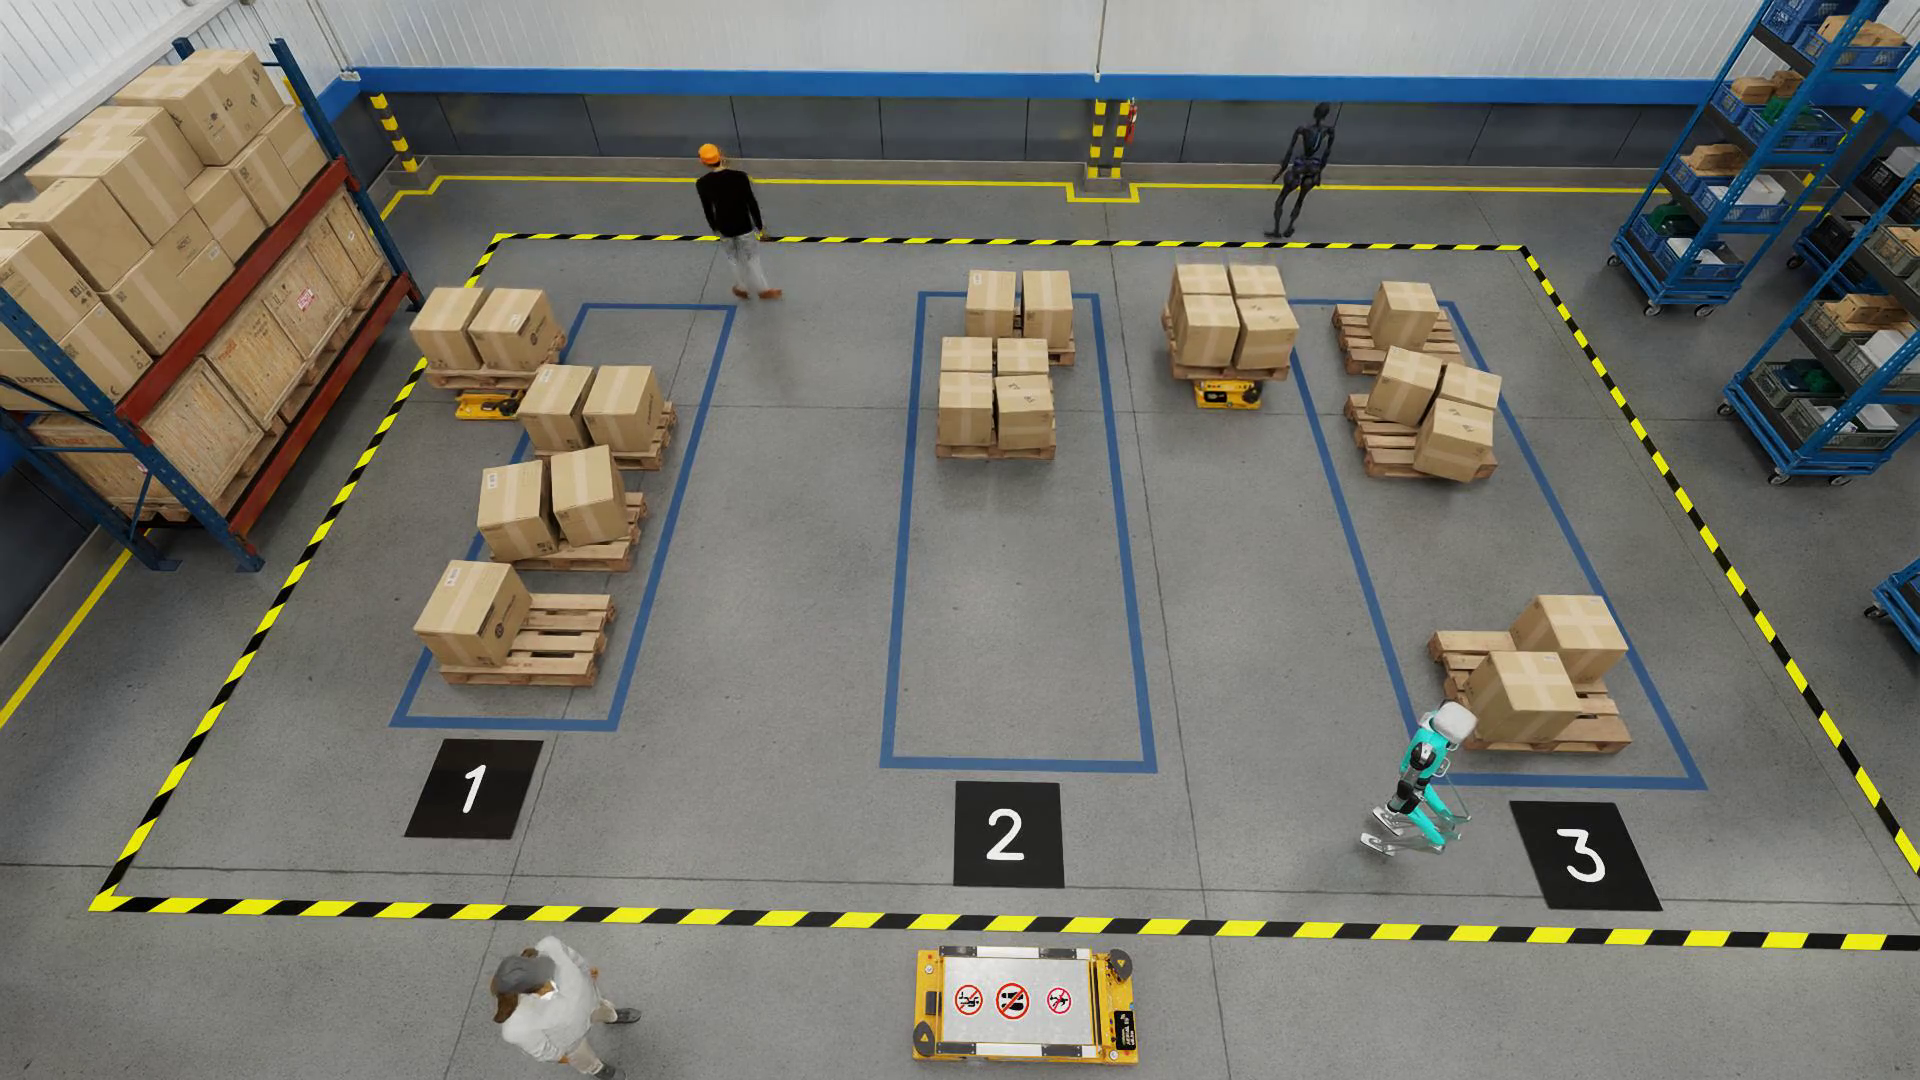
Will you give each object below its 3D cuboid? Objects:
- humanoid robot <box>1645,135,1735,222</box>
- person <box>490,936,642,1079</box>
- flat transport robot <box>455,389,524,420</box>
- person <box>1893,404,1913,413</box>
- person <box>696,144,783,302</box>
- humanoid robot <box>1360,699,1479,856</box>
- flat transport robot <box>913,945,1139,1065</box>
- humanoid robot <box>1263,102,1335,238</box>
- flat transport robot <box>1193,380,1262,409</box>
[{"bbox_3d":[9.154,-4.445,11.230,0.616,1.624,0.776,-8,51,-7],"label":"humanoid robot"},{"bbox_3d":[-2.283,2.723,5.297,0.396,1.769,0.565,3,51,3],"label":"person"},{"bbox_3d":[-4.941,-1.867,9.990,0.652,0.197,1.431,1,51,1],"label":"flat transport robot"},{"bbox_3d":[10.226,-2.093,9.115,0.627,1.938,0.373,-6,51,-5],"label":"person"},{"bbox_3d":[-2.490,-3.544,10.365,0.756,1.843,0.416,-2,51,-1],"label":"person"},{"bbox_3d":[3.166,1.698,6.069,0.735,1.674,0.533,34,58,25],"label":"humanoid robot"},{"bbox_3d":[0.422,3.041,6.007,1.431,0.231,0.659,1,51,1],"label":"flat transport robot"},{"bbox_3d":[4.193,-4.499,11.242,0.603,1.641,0.401,-5,51,-4],"label":"humanoid robot"},{"bbox_3d":[2.864,-2.004,10.101,0.652,0.197,1.431,1,51,1],"label":"flat transport robot"}]
